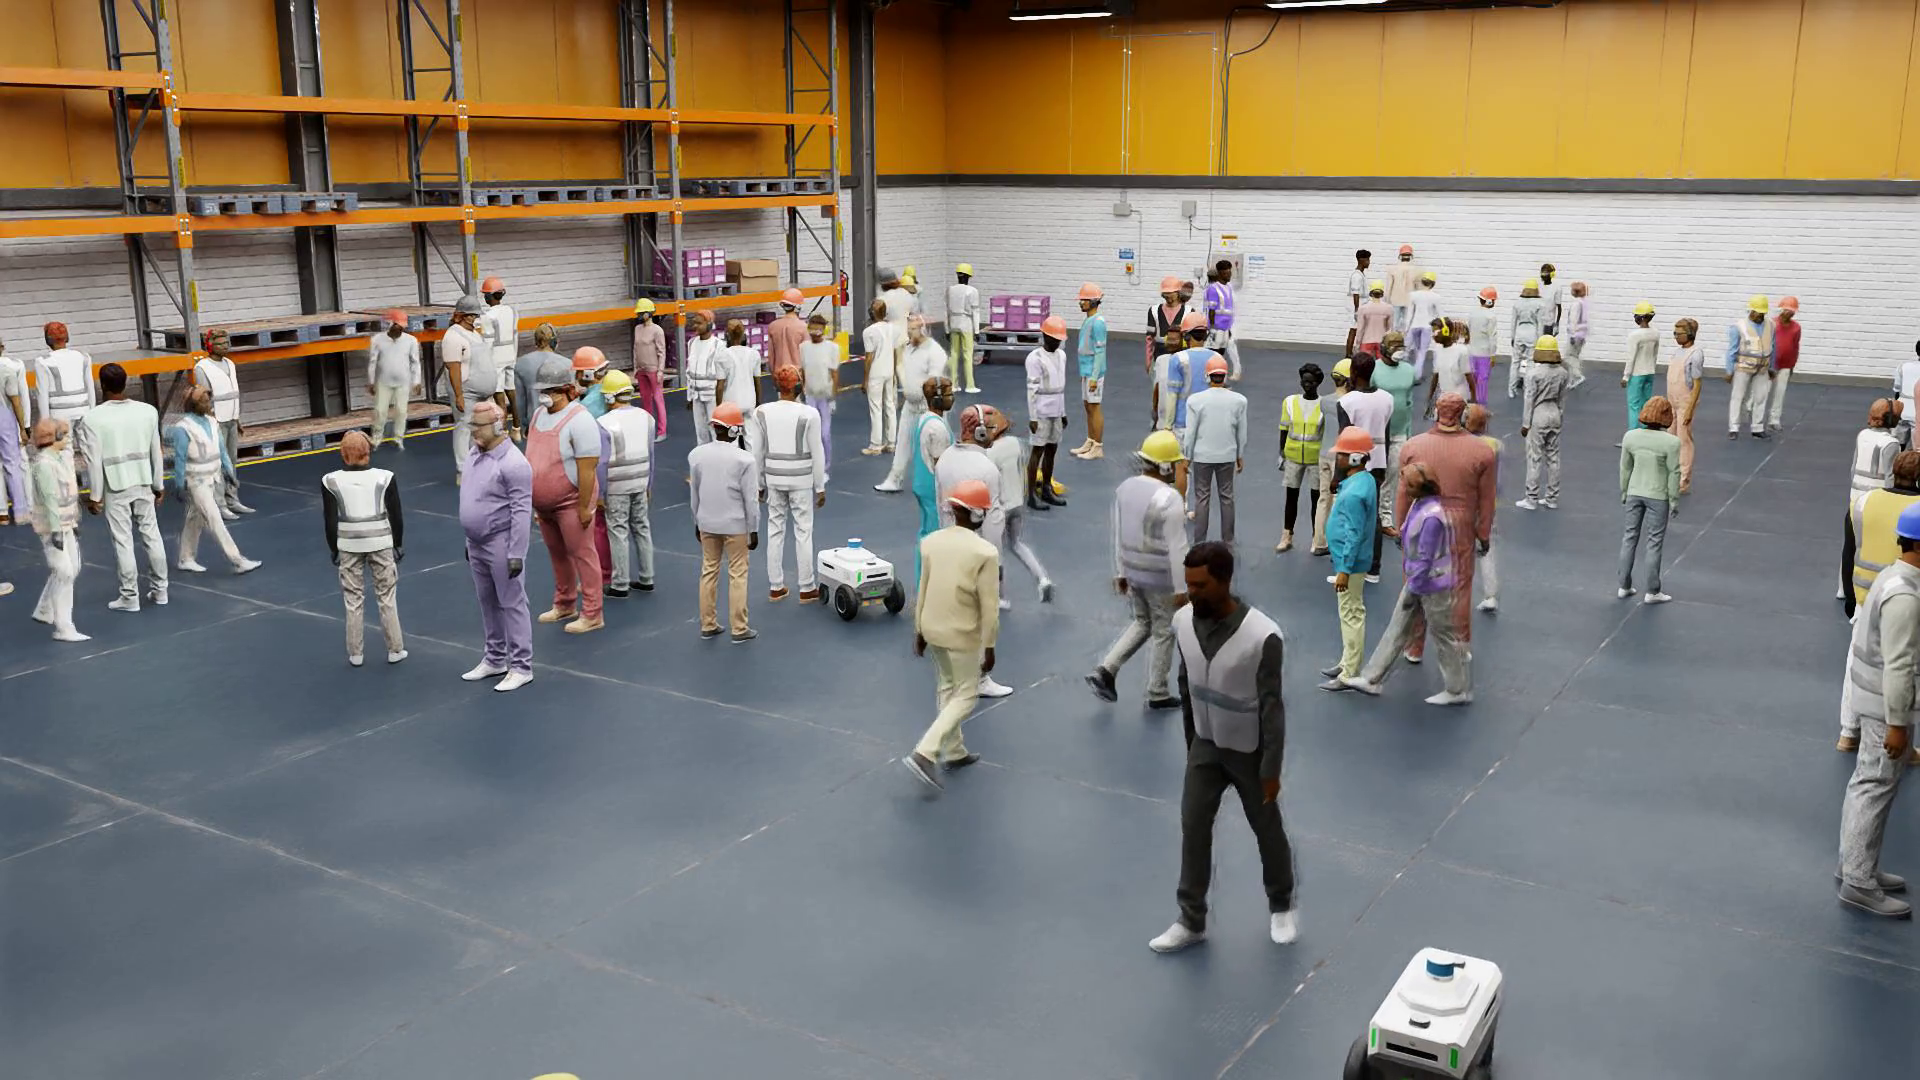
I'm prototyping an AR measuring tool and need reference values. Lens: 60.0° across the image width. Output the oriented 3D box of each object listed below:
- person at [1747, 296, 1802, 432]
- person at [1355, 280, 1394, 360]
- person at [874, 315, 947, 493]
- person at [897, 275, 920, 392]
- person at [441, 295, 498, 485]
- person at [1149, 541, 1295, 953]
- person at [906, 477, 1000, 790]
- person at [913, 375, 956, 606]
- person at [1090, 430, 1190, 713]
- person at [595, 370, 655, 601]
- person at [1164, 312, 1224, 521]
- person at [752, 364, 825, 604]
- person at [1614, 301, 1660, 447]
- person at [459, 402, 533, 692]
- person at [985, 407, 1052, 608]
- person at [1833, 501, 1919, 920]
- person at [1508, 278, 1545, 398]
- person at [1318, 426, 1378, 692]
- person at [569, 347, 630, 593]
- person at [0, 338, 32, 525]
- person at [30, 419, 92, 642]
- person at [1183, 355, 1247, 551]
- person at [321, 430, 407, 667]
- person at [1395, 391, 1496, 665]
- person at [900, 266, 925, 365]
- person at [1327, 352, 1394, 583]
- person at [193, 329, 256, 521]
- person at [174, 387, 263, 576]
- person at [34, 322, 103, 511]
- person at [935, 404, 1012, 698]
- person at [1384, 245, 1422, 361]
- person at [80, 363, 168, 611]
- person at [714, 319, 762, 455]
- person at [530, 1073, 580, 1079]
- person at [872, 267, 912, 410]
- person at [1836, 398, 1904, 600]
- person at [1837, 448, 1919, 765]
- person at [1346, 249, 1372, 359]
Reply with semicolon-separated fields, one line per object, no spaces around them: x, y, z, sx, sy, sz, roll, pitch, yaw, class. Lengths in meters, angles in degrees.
10.447;-2.267;21.310;0.577;1.730;0.562;-1;13;-3;person
5.812;-2.758;23.372;0.533;1.767;0.324;0;13;-2;person
-0.415;-1.415;17.361;0.984;1.856;0.644;-11;17;-41;person
-0.766;-3.074;24.824;0.355;1.732;0.484;6;14;26;person
-5.210;-1.611;17.794;0.535;2.000;0.679;2;13;7;person
1.213;0.901;7.328;0.733;1.869;0.602;-12;18;-42;person
-0.064;0.518;9.276;0.579;1.716;0.673;12;18;43;person
-0.181;-0.332;12.674;0.348;1.847;0.505;-4;14;-16;person
1.166;0.216;10.364;0.529;1.814;0.599;-7;15;-28;person
-2.668;-0.435;13.181;0.404;1.824;0.586;9;16;34;person
2.198;-1.141;15.790;0.619;2.029;0.409;-6;14;-26;person
-1.330;-0.434;13.030;0.586;1.882;0.340;4;14;16;person
8.160;-1.981;20.001;0.525;1.769;0.315;-8;15;-31;person
-3.073;0.037;10.944;0.642;1.907;0.408;11;17;40;person
0.392;-0.231;12.745;0.547;1.606;0.552;10;16;37;person
4.339;0.762;7.703;0.404;1.945;0.615;6;14;26;person
8.247;-2.927;24.182;0.487;1.739;0.323;11;17;40;person
2.549;0.120;10.908;0.320;1.754;0.562;4;14;16;person
-2.910;-0.560;13.363;0.406;1.986;0.618;3;13;12;person
-9.125;-1.049;15.786;0.516;1.843;0.325;0;13;2;person
-6.602;-0.064;12.048;0.430;1.616;0.570;-3;13;-13;person
2.249;-0.762;14.741;0.574;1.748;0.337;-1;13;-6;person
-4.073;0.063;11.404;0.511;1.644;0.307;-3;13;-13;person
3.319;-0.073;11.420;0.655;1.905;0.407;4;13;16;person
-0.833;-3.625;27.236;0.510;1.703;0.861;0;13;0;person
3.270;-0.569;13.543;0.591;1.918;0.383;-9;16;-33;person
-7.154;-1.121;16.092;0.383;1.845;0.570;1;13;4;person
-6.251;-0.485;13.869;0.849;1.587;0.541;2;13;8;person
-8.835;-1.223;16.486;0.356;1.876;0.574;7;15;29;person
0.105;0.066;10.813;0.401;1.907;0.648;-7;15;-29;person
7.612;-4.075;28.614;0.624;1.984;0.413;1;13;5;person
-6.423;-0.406;12.834;0.375;1.917;0.597;8;15;32;person
-2.277;-1.341;17.052;0.514;1.845;0.339;-8;15;-30;person
-0.808;1.876;3.295;0.339;1.761;0.524;-5;14;-19;person
-0.955;-2.799;22.949;0.573;2.000;0.717;8;15;31;person
7.102;-0.289;12.940;0.310;1.638;0.522;0;13;-1;person
5.411;0.376;9.612;0.429;1.841;0.634;-7;15;-26;person
6.654;-3.883;27.845;0.385;1.957;0.602;3;13;14;person
